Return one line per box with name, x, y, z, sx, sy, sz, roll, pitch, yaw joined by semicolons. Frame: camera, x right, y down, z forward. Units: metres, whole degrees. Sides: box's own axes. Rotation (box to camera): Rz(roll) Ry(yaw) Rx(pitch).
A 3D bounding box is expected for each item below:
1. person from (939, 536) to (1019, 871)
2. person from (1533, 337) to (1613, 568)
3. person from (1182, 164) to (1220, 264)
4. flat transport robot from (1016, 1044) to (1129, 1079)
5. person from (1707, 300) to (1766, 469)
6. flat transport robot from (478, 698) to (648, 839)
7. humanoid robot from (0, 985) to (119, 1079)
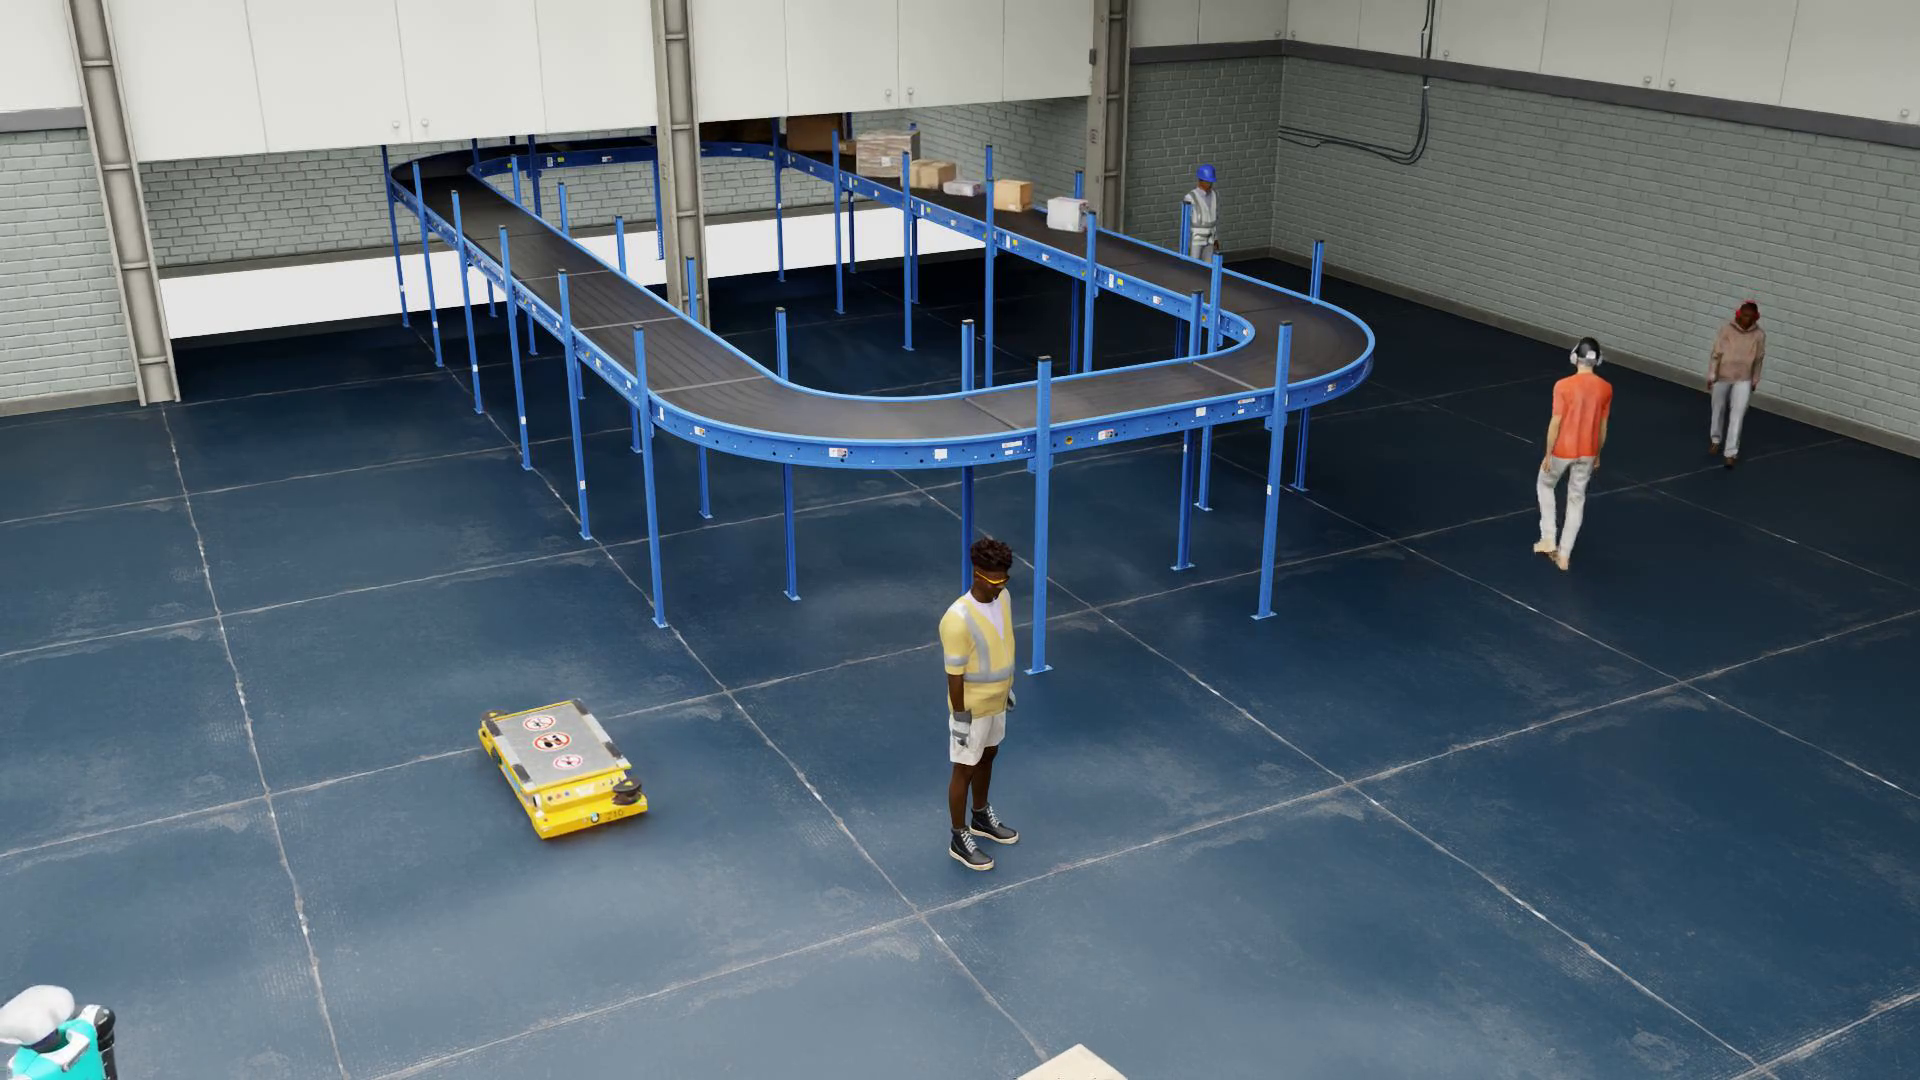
person;0.129;0.901;9.398;0.375;1.958;0.603;12;25;28
person;4.959;-0.711;13.472;0.494;1.889;0.531;0;22;1
person;3.045;-3.781;21.011;0.612;1.935;0.420;-17;28;-36
flat transport robot;0.497;3.008;6.440;1.431;0.231;0.659;-17;28;-36
person;7.332;-1.493;15.782;0.463;1.599;0.892;10;24;23
flat transport robot;-2.516;1.392;10.433;0.659;0.231;1.431;-12;25;-27
humanoid robot;-3.472;2.371;6.087;0.974;1.775;0.531;4;22;11
